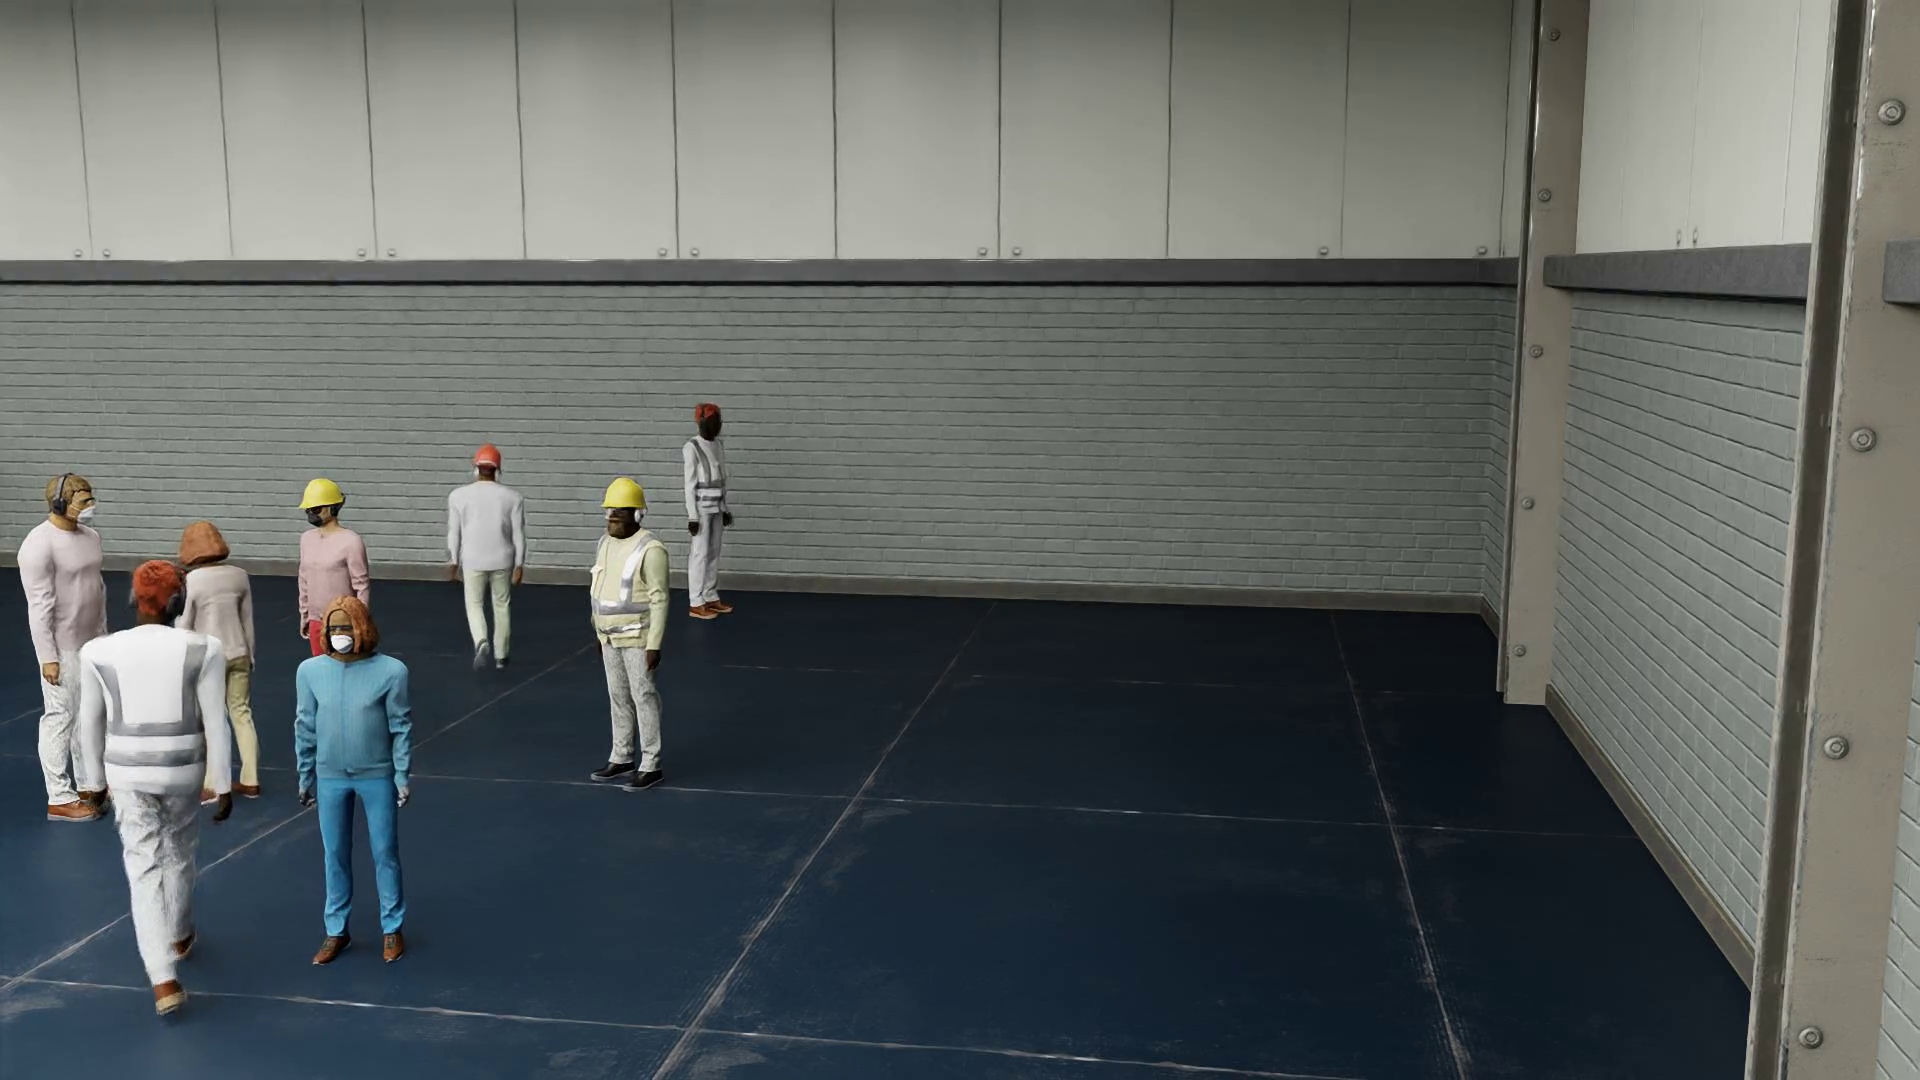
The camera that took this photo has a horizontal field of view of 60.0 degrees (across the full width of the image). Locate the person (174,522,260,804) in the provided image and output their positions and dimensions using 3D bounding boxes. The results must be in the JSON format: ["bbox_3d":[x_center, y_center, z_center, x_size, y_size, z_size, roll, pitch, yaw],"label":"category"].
[{"bbox_3d":[-4.244,0.703,9.498,0.366,1.608,0.512,5,10,26],"label":"person"}]

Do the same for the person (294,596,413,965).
[{"bbox_3d":[-2.649,1.047,7.291,0.500,1.633,0.284,-1,9,-5],"label":"person"}]

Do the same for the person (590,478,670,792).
[{"bbox_3d":[-1.953,0.547,9.743,0.600,1.836,0.404,9,13,42],"label":"person"}]

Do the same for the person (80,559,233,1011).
[{"bbox_3d":[-3.366,1.004,6.983,0.592,1.839,0.965,-3,10,-20],"label":"person"}]

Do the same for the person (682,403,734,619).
[{"bbox_3d":[-2.197,-0.257,14.595,0.377,1.878,0.605,4,10,22],"label":"person"}]

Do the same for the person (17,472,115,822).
[{"bbox_3d":[-4.918,0.587,9.226,0.375,1.933,0.625,0,9,3],"label":"person"}]

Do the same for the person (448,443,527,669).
[{"bbox_3d":[-3.560,0.140,12.569,0.577,1.732,0.538,-3,10,-19],"label":"person"}]

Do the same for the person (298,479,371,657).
[{"bbox_3d":[-3.877,0.499,10.265,0.535,1.767,0.316,4,10,25],"label":"person"}]
